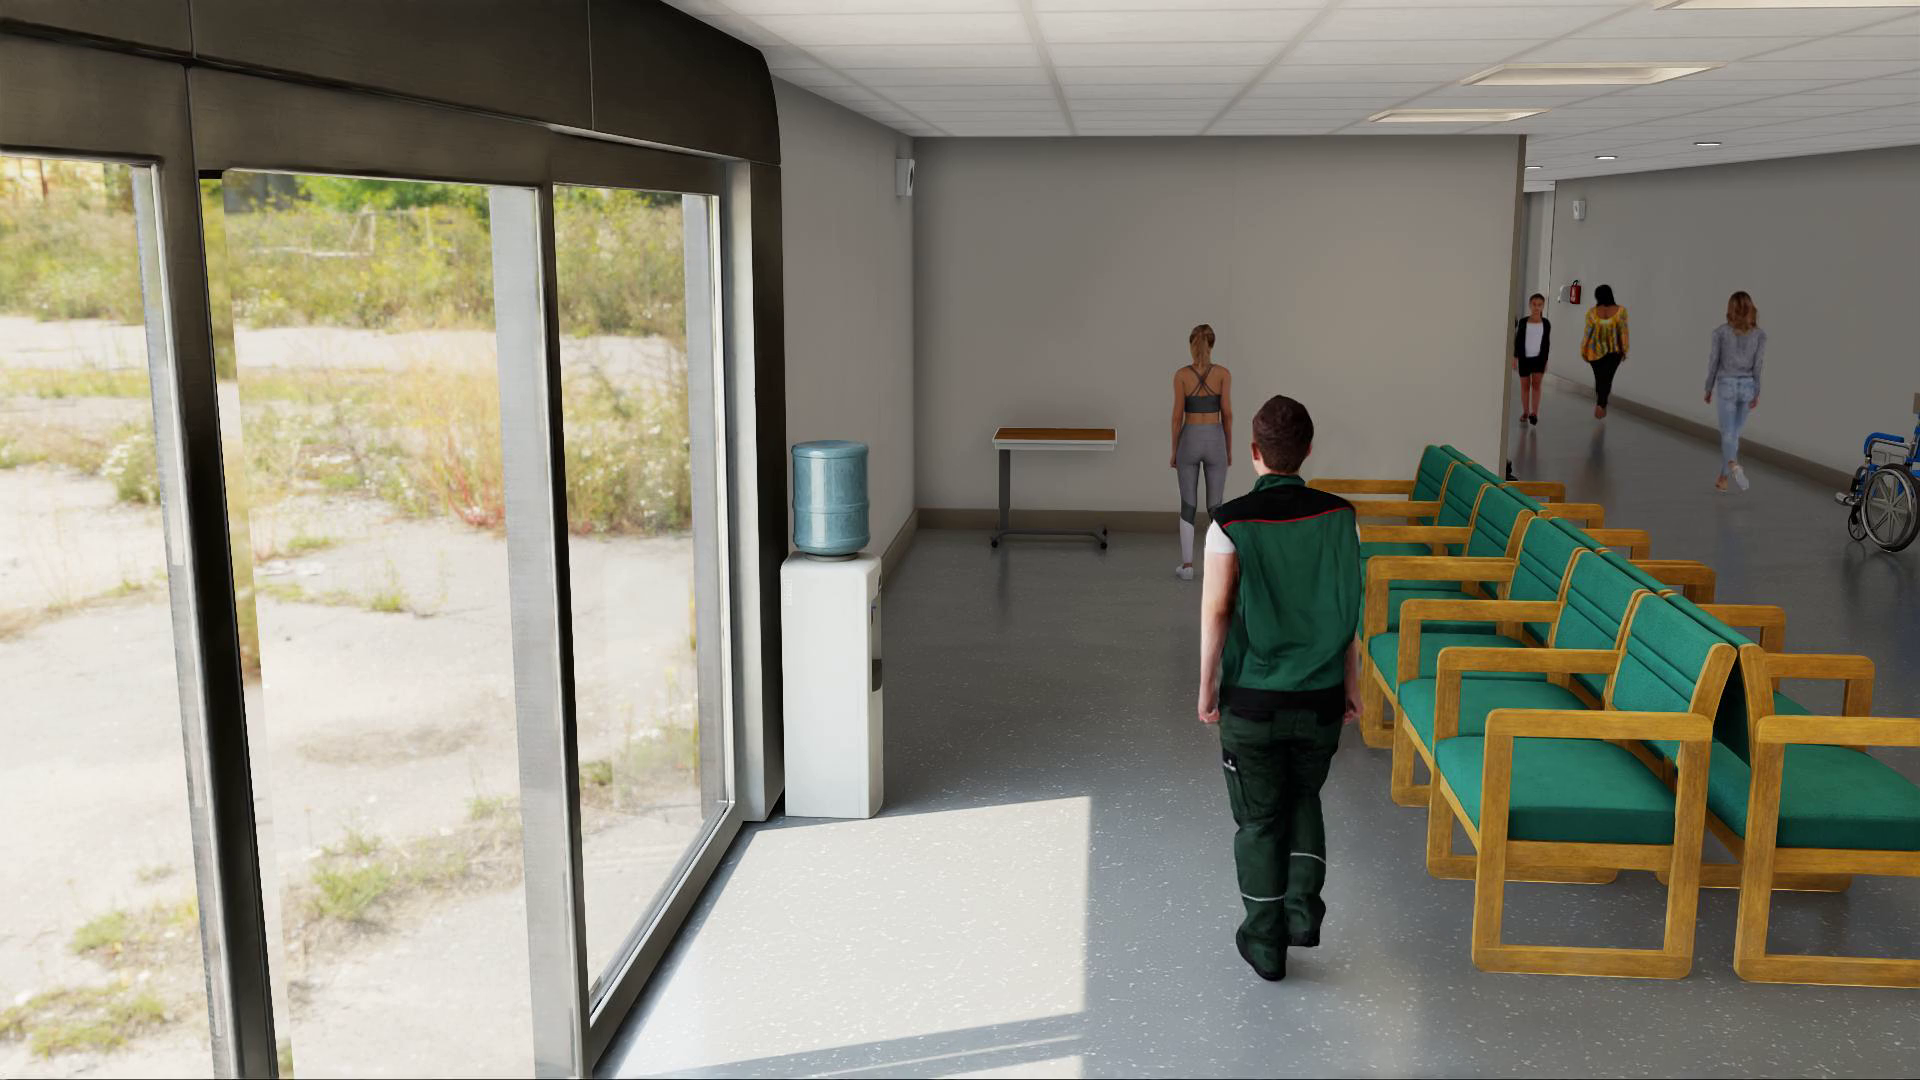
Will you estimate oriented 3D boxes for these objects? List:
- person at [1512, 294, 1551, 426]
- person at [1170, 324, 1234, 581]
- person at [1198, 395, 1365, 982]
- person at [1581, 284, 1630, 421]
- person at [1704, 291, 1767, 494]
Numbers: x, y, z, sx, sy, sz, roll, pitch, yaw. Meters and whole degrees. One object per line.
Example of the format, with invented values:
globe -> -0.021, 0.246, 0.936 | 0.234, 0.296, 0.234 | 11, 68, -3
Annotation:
person -> 6.756, -2.122, 19.673 | 1.026, 1.518, 0.826 | 5, 12, 23
person -> 1.611, -0.586, 11.081 | 0.468, 1.702, 0.614 | 1, 11, 5
person -> 1.006, 0.487, 5.087 | 0.675, 1.830, 0.788 | -1, 11, -6
person -> 7.683, -2.195, 19.815 | 1.086, 1.608, 1.012 | 5, 12, 26
person -> 6.672, -1.213, 14.259 | 1.110, 1.750, 0.826 | 3, 11, 17
